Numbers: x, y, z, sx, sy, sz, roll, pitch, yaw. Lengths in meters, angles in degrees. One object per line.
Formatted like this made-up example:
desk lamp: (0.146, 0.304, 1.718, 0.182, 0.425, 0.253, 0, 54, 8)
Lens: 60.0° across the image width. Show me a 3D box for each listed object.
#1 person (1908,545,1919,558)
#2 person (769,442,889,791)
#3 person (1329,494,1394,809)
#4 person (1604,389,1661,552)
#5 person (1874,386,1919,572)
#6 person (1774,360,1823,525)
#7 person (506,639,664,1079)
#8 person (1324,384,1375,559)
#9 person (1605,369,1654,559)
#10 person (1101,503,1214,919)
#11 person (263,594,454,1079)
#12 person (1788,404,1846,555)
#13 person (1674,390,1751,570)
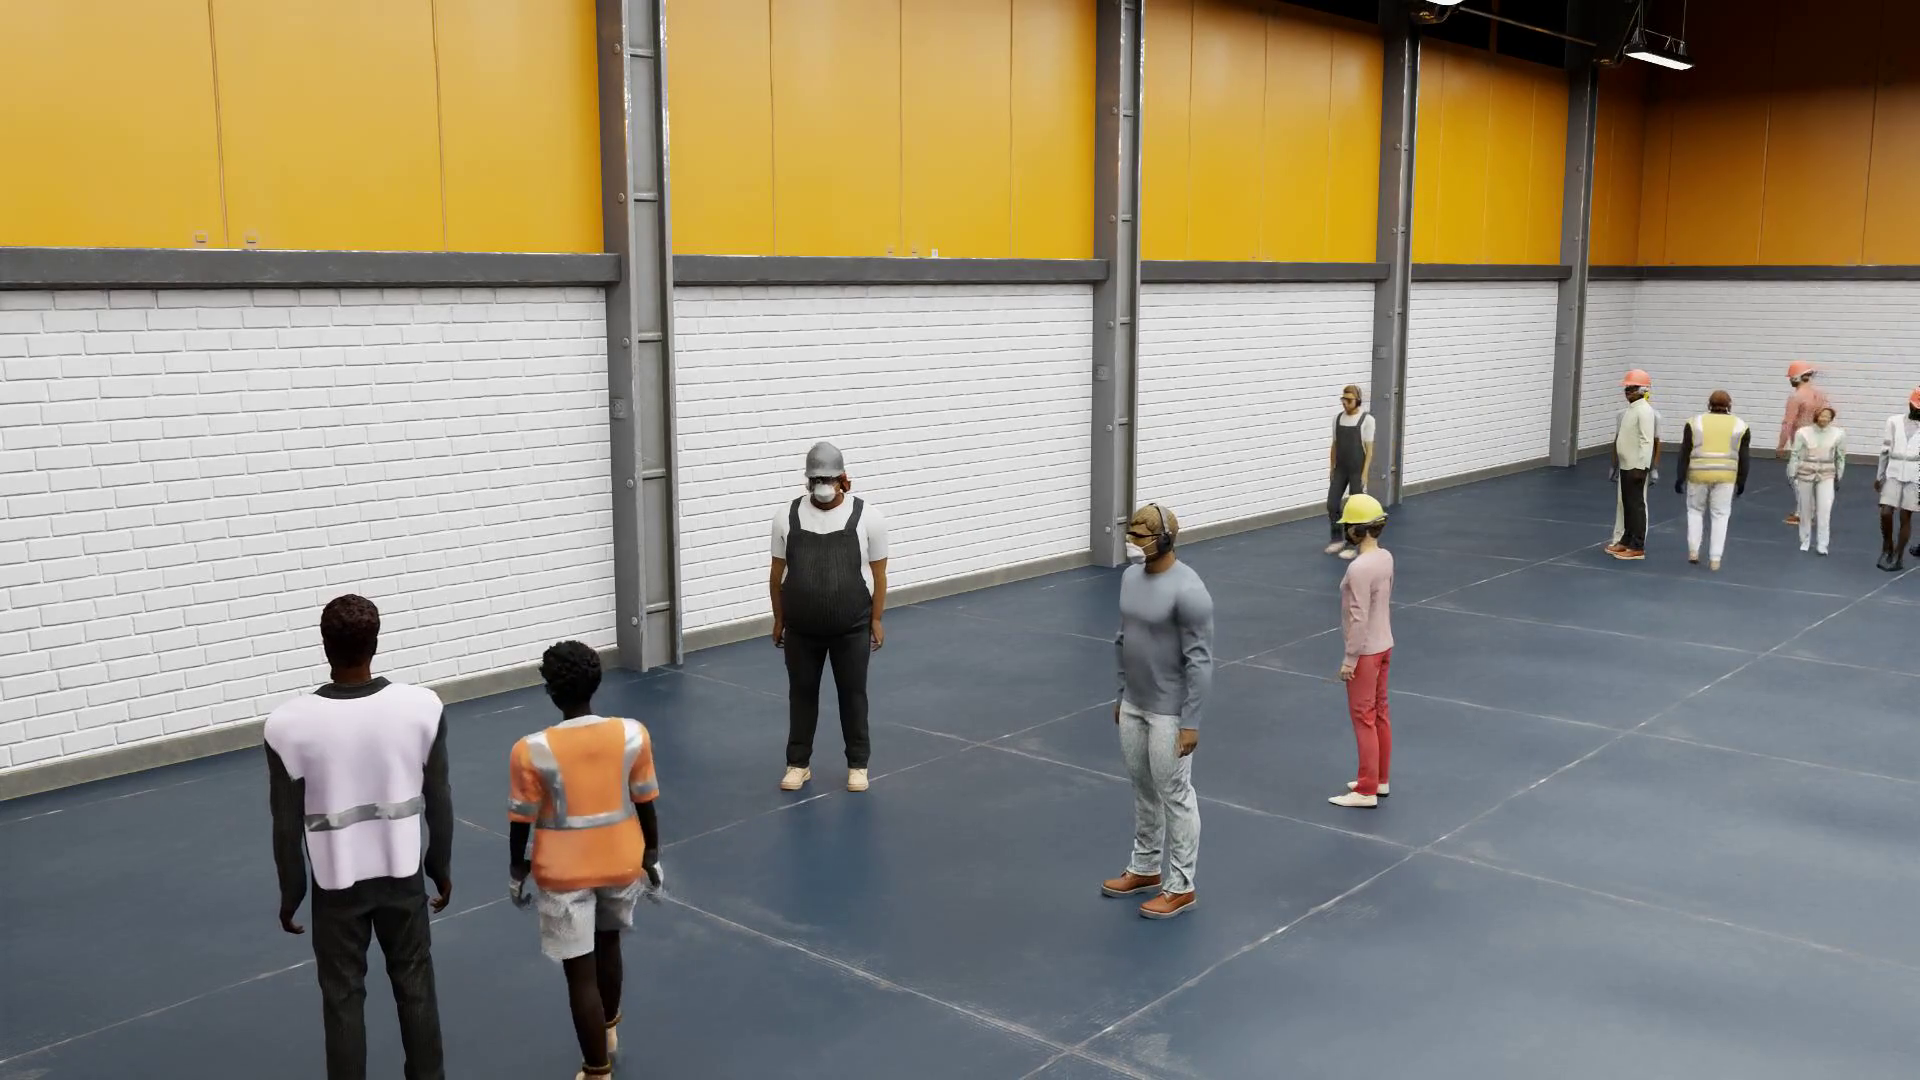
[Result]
person: (10.274, -0.700, 17.227, 0.562, 1.880, 0.886, -3, 9, -17)
person: (-0.769, 0.444, 9.571, 0.689, 2.000, 0.538, 1, 9, 5)
person: (2.252, 0.619, 9.337, 0.330, 1.765, 0.533, 6, 11, 32)
person: (7.213, -0.778, 17.798, 0.309, 1.864, 0.535, -9, 13, -44)
person: (9.450, -0.608, 16.633, 0.417, 1.891, 0.616, -9, 12, -43)
person: (10.039, -1.159, 19.874, 0.616, 1.969, 0.498, -7, 12, -38)
person: (-1.405, 1.180, 6.080, 0.548, 1.666, 0.702, -6, 11, -33)
person: (4.099, -0.718, 17.500, 0.530, 1.840, 0.406, 8, 12, 42)
person: (7.070, -0.795, 17.489, 0.382, 1.994, 0.623, 1, 9, 7)
person: (0.922, 0.784, 7.754, 0.355, 1.937, 0.634, -5, 10, -27)
person: (-2.010, 1.134, 5.628, 0.591, 1.917, 0.393, -5, 10, -29)
person: (9.103, -0.632, 17.684, 0.529, 1.601, 0.820, 4, 10, 25)
person: (7.665, -0.619, 16.960, 0.697, 1.818, 0.587, 3, 10, 19)
